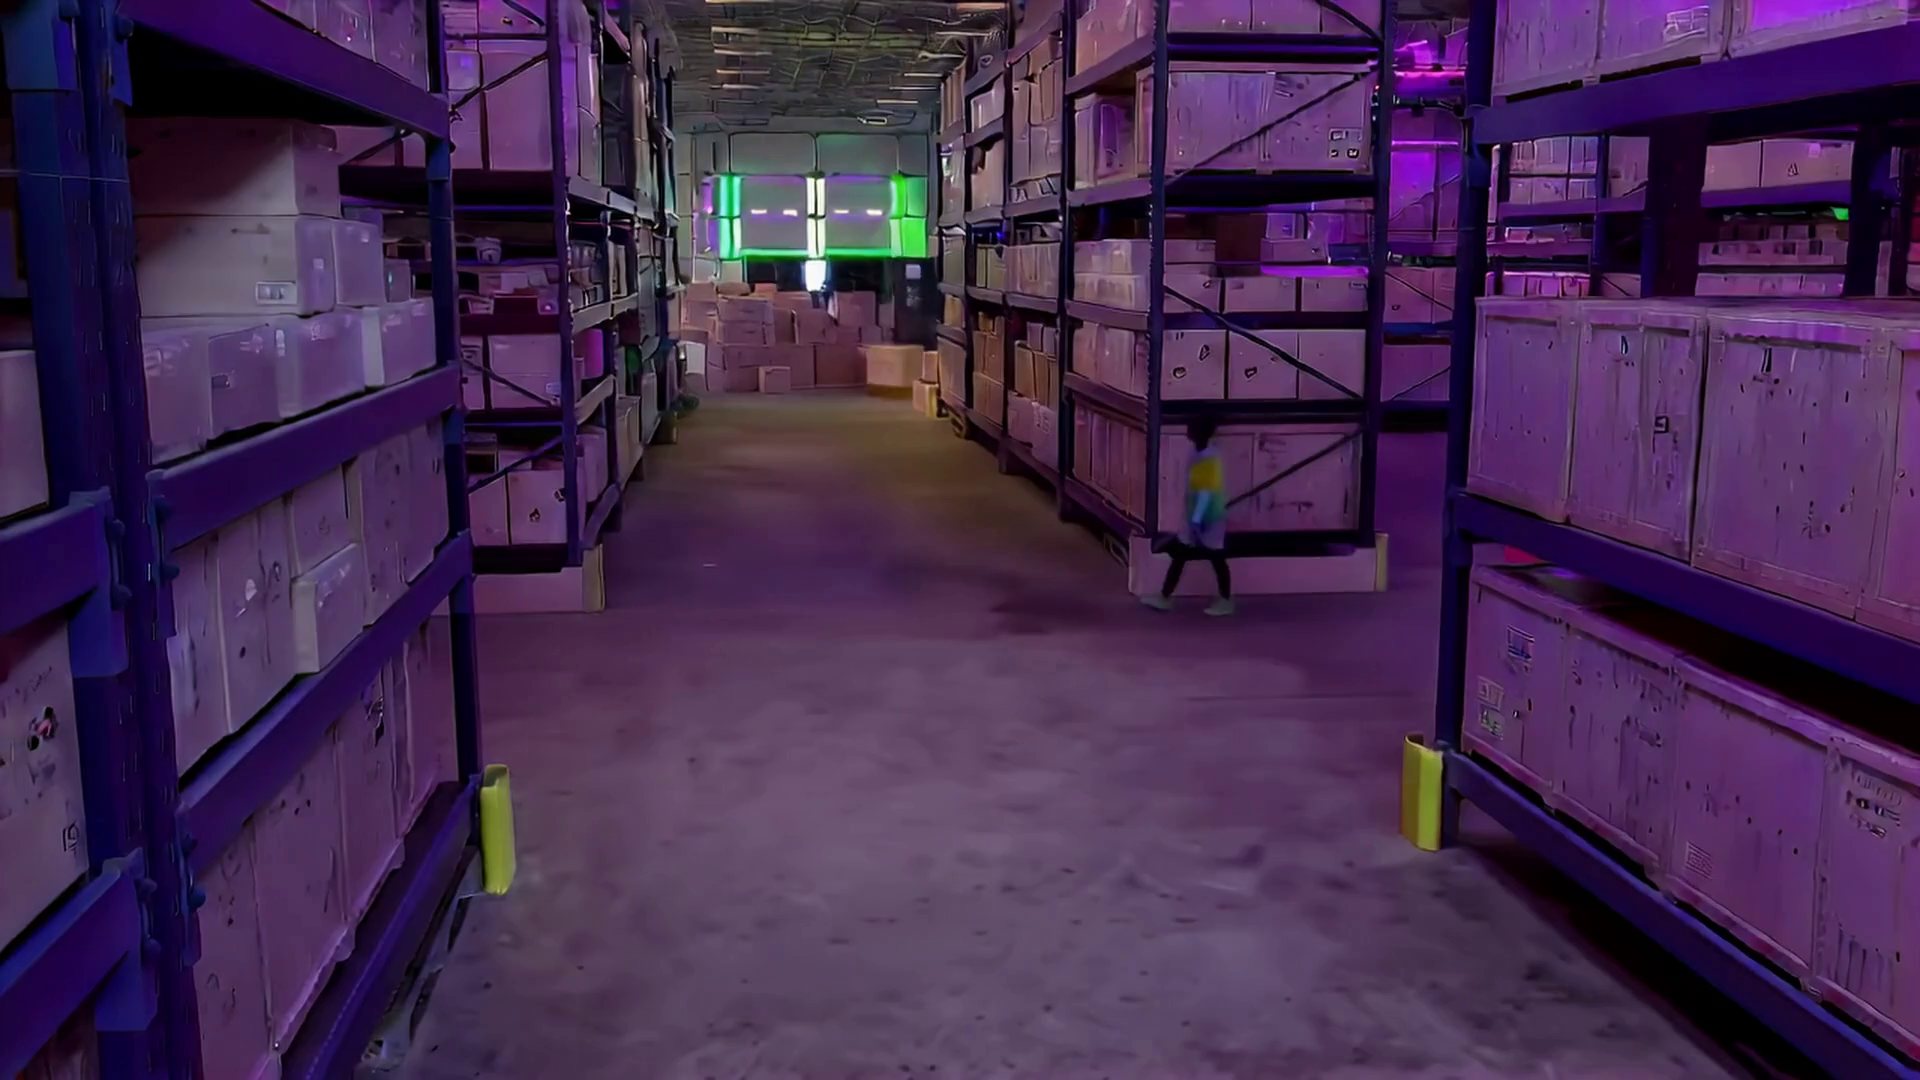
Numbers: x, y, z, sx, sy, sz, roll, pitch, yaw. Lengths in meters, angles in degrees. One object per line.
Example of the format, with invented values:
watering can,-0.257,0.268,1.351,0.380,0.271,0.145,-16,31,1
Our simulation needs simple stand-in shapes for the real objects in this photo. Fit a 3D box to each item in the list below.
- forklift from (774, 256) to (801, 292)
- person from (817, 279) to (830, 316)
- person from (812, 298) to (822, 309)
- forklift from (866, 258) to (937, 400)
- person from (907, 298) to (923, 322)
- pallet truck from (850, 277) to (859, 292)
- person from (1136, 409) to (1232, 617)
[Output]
forklift,-6.208,-8.857,60.127,1.129,2.768,1.873,-6,12,-33
person,-5.328,-9.225,65.044,0.585,1.928,0.368,6,12,32
person,-3.516,-5.011,40.767,0.429,1.839,0.634,-5,11,-29
forklift,-0.924,-4.260,33.368,1.129,2.768,1.873,8,12,37
person,-0.887,-3.991,34.371,0.379,1.996,0.611,-5,11,-27
pallet truck,-3.782,-9.391,65.808,1.885,1.965,0.823,2,10,10
person,1.815,-0.201,13.249,0.820,1.656,0.557,-1,10,-8
